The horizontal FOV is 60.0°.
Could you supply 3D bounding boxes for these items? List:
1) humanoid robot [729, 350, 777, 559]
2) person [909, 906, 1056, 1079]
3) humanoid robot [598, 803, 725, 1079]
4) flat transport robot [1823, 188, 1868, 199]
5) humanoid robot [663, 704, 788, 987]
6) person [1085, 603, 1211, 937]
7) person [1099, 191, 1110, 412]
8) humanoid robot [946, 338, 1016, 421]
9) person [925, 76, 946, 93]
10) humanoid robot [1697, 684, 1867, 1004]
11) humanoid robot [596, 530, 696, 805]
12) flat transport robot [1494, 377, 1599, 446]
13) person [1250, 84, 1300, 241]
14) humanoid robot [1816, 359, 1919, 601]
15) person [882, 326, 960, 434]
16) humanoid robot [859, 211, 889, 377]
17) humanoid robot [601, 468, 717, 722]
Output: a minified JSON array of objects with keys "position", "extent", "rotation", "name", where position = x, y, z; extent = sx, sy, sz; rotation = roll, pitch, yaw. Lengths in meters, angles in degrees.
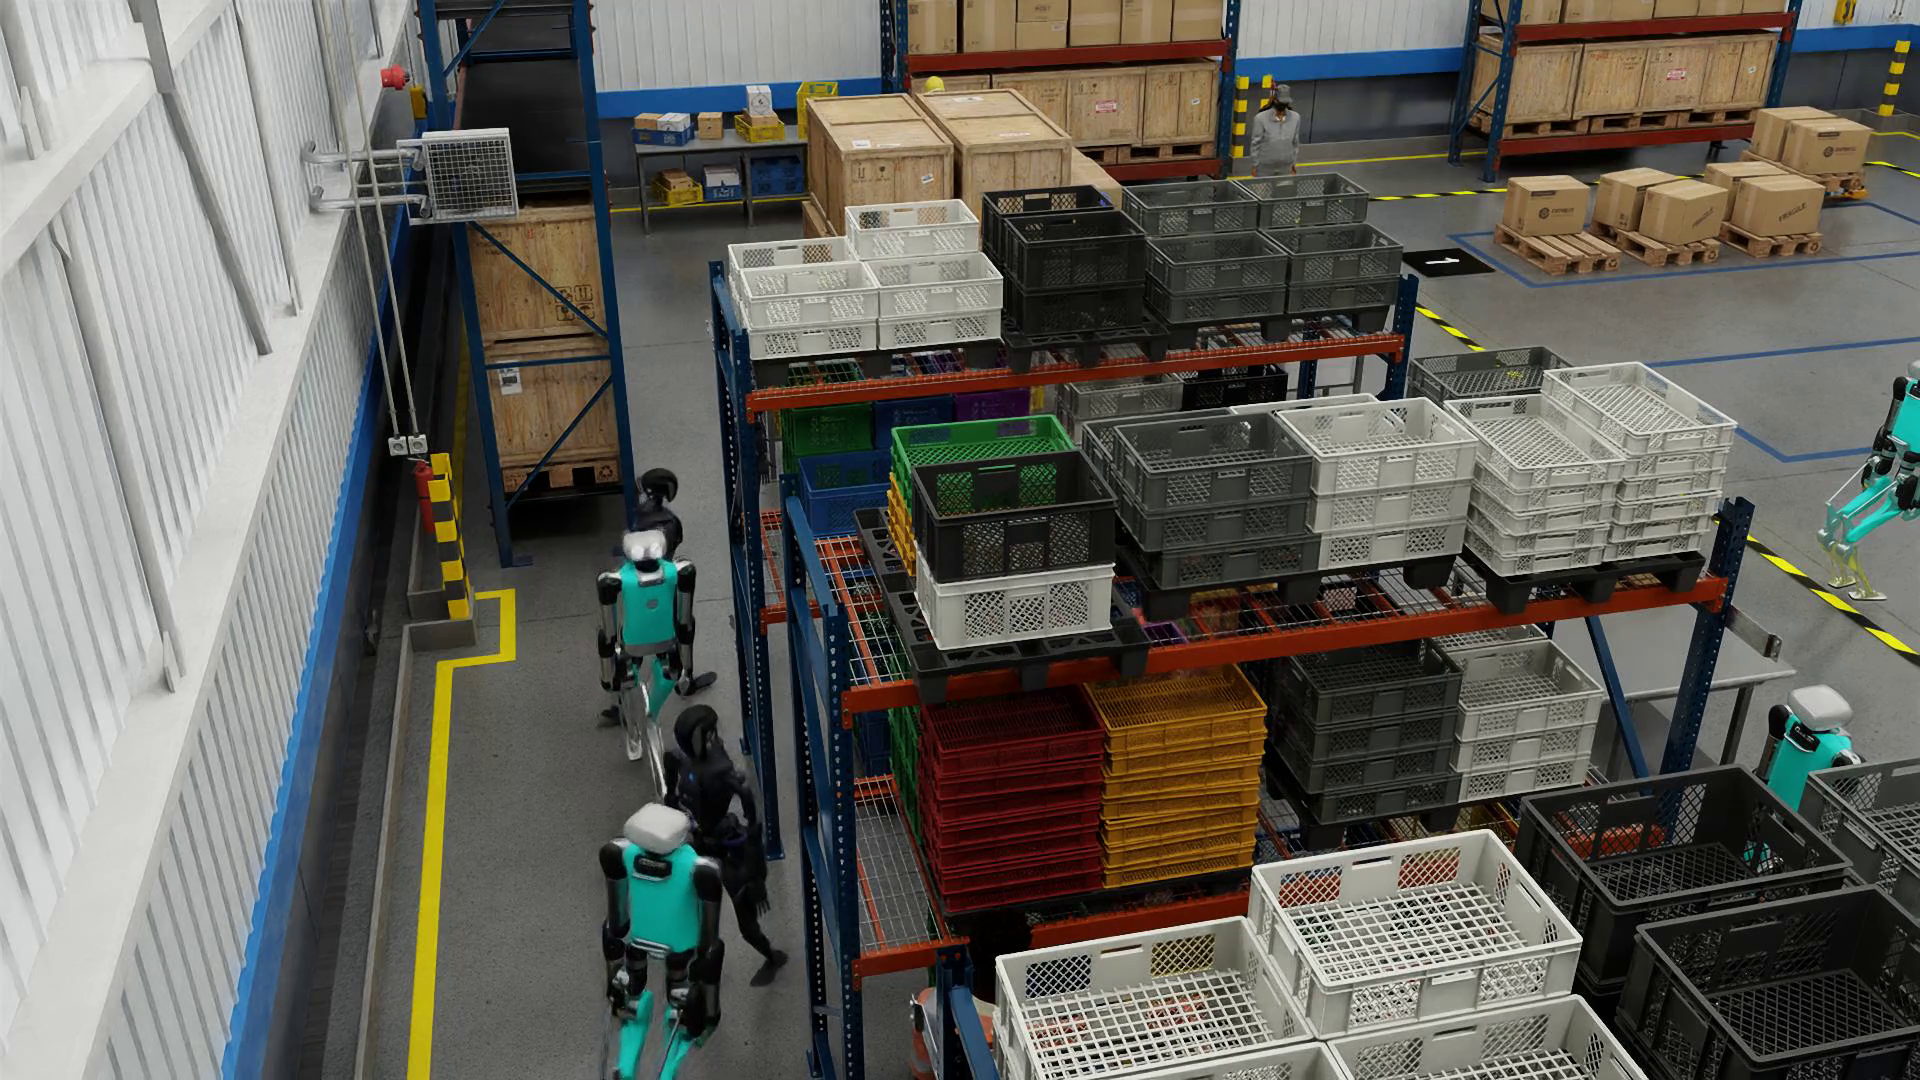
[{"position":[-1.480,-0.687,11.826],"extent":[0.315,1.655,0.599],"rotation":[-6,28,-12],"name":"humanoid robot"},{"position":[0.127,2.160,6.128],"extent":[0.612,1.964,0.361],"rotation":[10,29,18],"name":"person"},{"position":[-1.287,2.009,6.723],"extent":[0.531,1.826,0.793],"rotation":[9,29,17],"name":"humanoid robot"},{"position":[10.170,-4.285,20.146],"extent":[1.431,0.197,0.652],"rotation":[-6,28,-12],"name":"flat transport robot"},{"position":[-1.114,1.479,7.765],"extent":[0.597,1.644,0.591],"rotation":[16,32,27],"name":"humanoid robot"},{"position":[0.908,1.148,8.021],"extent":[0.921,1.986,0.636],"rotation":[9,29,16],"name":"person"},{"position":[1.138,-1.991,14.024],"extent":[0.389,1.947,0.609],"rotation":[-1,28,-2],"name":"person"},{"position":[0.028,-0.481,11.409],"extent":[0.552,1.802,0.814],"rotation":[12,30,22],"name":"humanoid robot"},{"position":[-0.253,-4.161,18.276],"extent":[0.588,1.821,0.403],"rotation":[-14,31,-25],"name":"person"},{"position":[3.555,1.446,7.583],"extent":[0.735,1.677,0.533],"rotation":[-6,28,-12],"name":"humanoid robot"},{"position":[-1.793,0.636,9.318],"extent":[0.549,1.757,1.047],"rotation":[-12,30,-21],"name":"humanoid robot"},{"position":[4.780,-1.036,14.013],"extent":[0.659,0.231,1.431],"rotation":[-6,28,-12],"name":"flat transport robot"},{"position":[3.431,-4.120,18.253],"extent":[0.561,1.768,0.397],"rotation":[-6,28,-12],"name":"person"},{"position":[6.068,-0.383,11.051],"extent":[0.735,1.681,0.533],"rotation":[-6,28,-12],"name":"humanoid robot"},{"position":[-0.307,-0.989,12.219],"extent":[0.663,1.855,0.555],"rotation":[14,31,25],"name":"person"},{"position":[-0.687,-2.079,14.487],"extent":[0.392,1.646,0.590],"rotation":[5,28,9],"name":"humanoid robot"},{"position":[-1.874,0.327,10.006],"extent":[0.788,1.631,0.602],"rotation":[-13,30,-23],"name":"humanoid robot"}]
